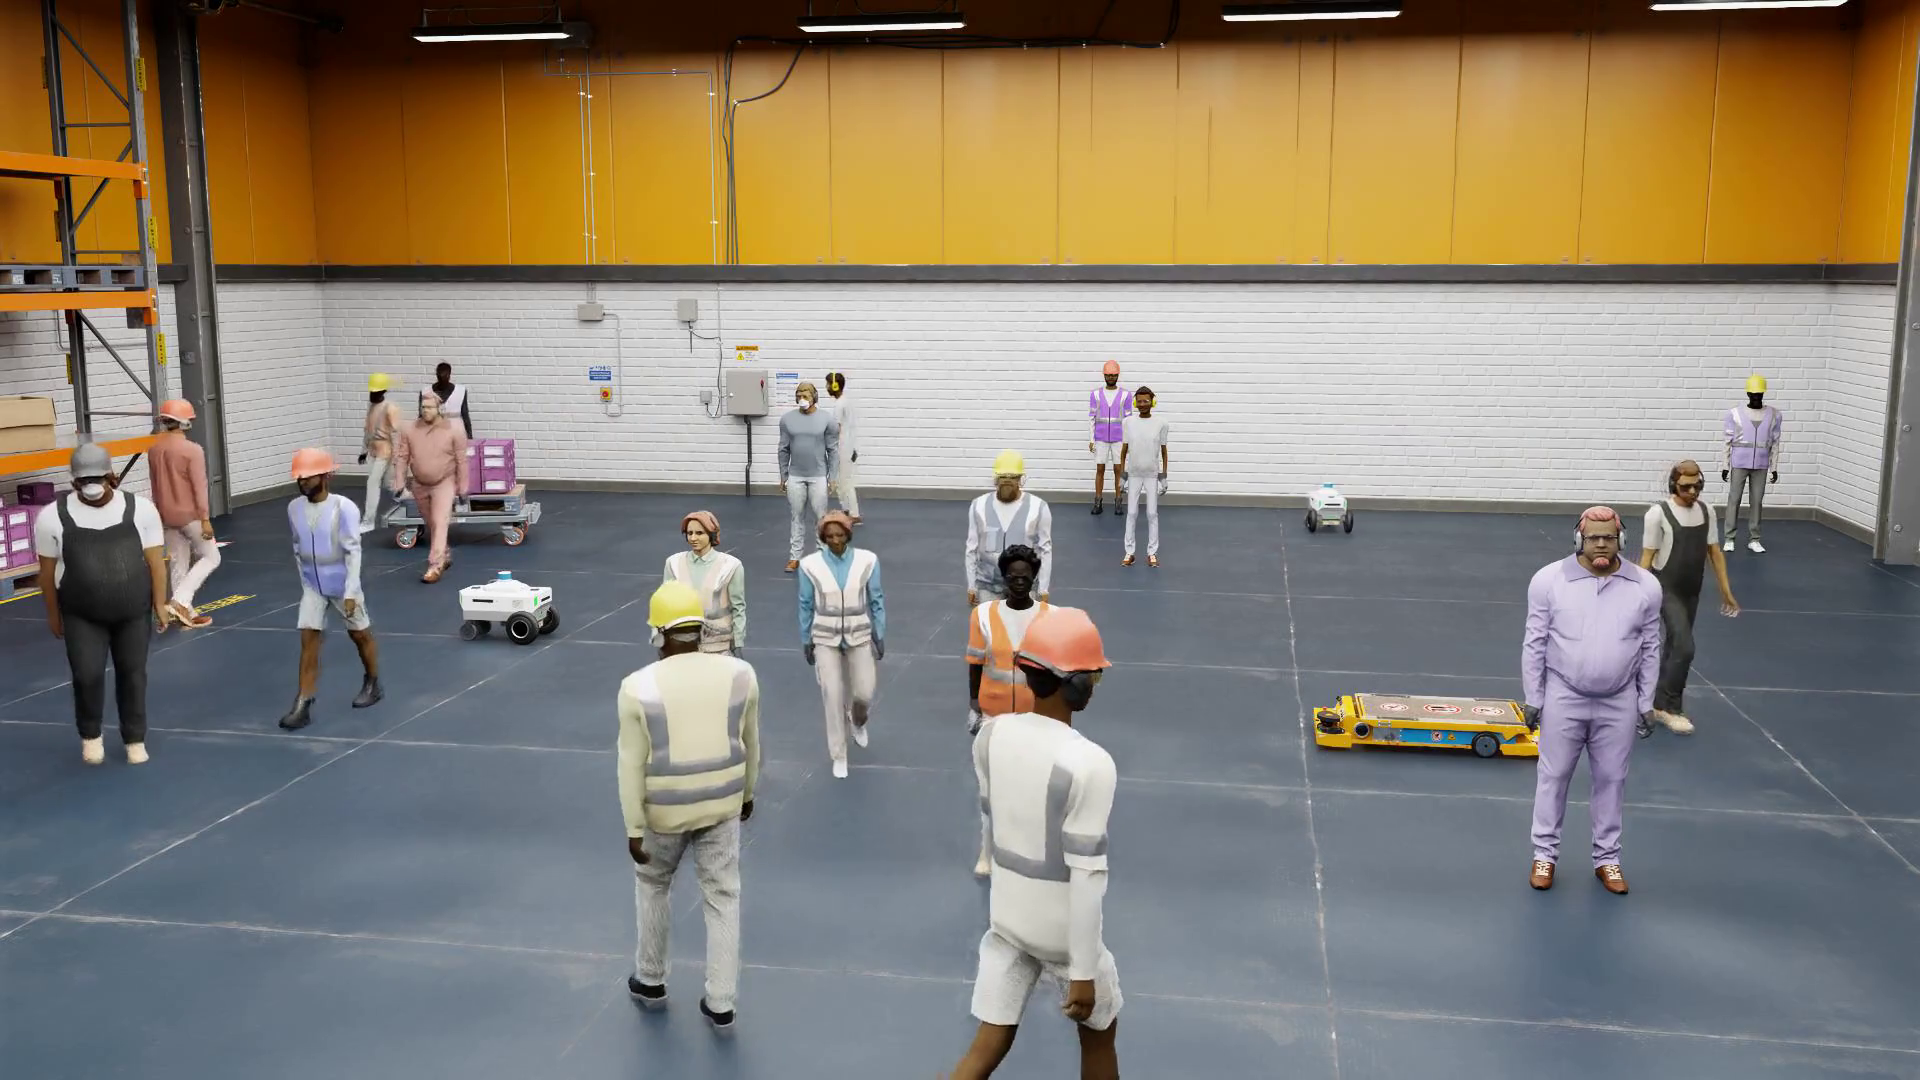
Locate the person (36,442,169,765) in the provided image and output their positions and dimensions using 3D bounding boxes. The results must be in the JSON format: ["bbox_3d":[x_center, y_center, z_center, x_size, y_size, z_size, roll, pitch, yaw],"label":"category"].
[{"bbox_3d":[-5.211,0.386,10.172,0.692,2.000,0.537,-6,11,-32],"label":"person"}]

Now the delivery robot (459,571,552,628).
[{"bbox_3d":[-3.756,0.504,13.747,0.707,0.478,0.477,2,9,10],"label":"delivery robot"}]

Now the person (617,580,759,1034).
[{"bbox_3d":[-1.113,1.055,6.762,0.616,1.806,0.723,-4,10,-24],"label":"person"}]

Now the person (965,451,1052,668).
[{"bbox_3d":[0.324,0.297,11.417,0.602,1.824,0.410,2,9,11],"label":"person"}]

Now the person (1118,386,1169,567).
[{"bbox_3d":[1.890,-0.652,17.143,0.526,1.871,0.324,2,9,10],"label":"person"}]

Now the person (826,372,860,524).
[{"bbox_3d":[-1.429,-1.084,19.940,0.525,1.844,0.507,0,9,2],"label":"person"}]

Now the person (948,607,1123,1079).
[{"bbox_3d":[0.228,1.205,5.267,1.077,1.999,0.615,-8,12,-42],"label":"person"}]

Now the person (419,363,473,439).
[{"bbox_3d":[-6.682,-1.365,21.601,0.698,1.854,0.971,-3,10,-19],"label":"person"}]

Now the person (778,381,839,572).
[{"bbox_3d":[-1.535,-0.632,16.808,0.633,1.939,0.368,2,9,10],"label":"person"}]

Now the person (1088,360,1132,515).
[{"bbox_3d":[1.876,-1.279,20.808,0.548,1.942,0.347,2,9,10],"label":"person"}]

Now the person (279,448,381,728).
[{"bbox_3d":[-4.264,0.294,11.288,0.551,1.882,0.975,2,9,10],"label":"person"}]

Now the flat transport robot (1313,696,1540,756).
[{"bbox_3d":[3.023,1.179,10.728,1.431,0.197,0.652,2,9,10],"label":"flat transport robot"}]

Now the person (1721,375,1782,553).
[{"bbox_3d":[8.565,-0.822,18.021,0.591,1.927,0.366,2,9,10],"label":"person"}]

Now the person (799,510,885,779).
[{"bbox_3d":[-0.719,0.607,10.113,0.521,1.623,0.485,-1,9,-9],"label":"person"}]

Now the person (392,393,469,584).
[{"bbox_3d":[-5.217,-0.534,16.476,0.655,1.857,1.018,1,9,6],"label":"person"}]

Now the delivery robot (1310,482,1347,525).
[{"bbox_3d":[4.332,-0.435,19.572,0.477,0.478,0.707,1,9,4],"label":"delivery robot"}]

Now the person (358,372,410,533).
[{"bbox_3d":[-6.709,-1.036,19.479,0.897,1.883,0.657,-7,12,-38],"label":"person"}]

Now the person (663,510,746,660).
[{"bbox_3d":[-1.518,0.635,9.867,0.519,1.640,0.307,2,9,10],"label":"person"}]

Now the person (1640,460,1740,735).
[{"bbox_3d":[4.785,0.377,10.932,0.565,1.816,0.607,-4,10,-25],"label":"person"}]

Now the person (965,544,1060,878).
[{"bbox_3d":[0.288,0.857,8.306,0.538,1.700,0.317,2,9,10],"label":"person"}]

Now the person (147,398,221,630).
[{"bbox_3d":[-6.548,-0.202,14.003,0.642,1.980,0.470,4,10,24],"label":"person"}]

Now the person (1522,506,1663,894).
[{"bbox_3d":[3.084,0.781,8.142,0.647,1.908,0.409,2,9,10],"label":"person"}]
